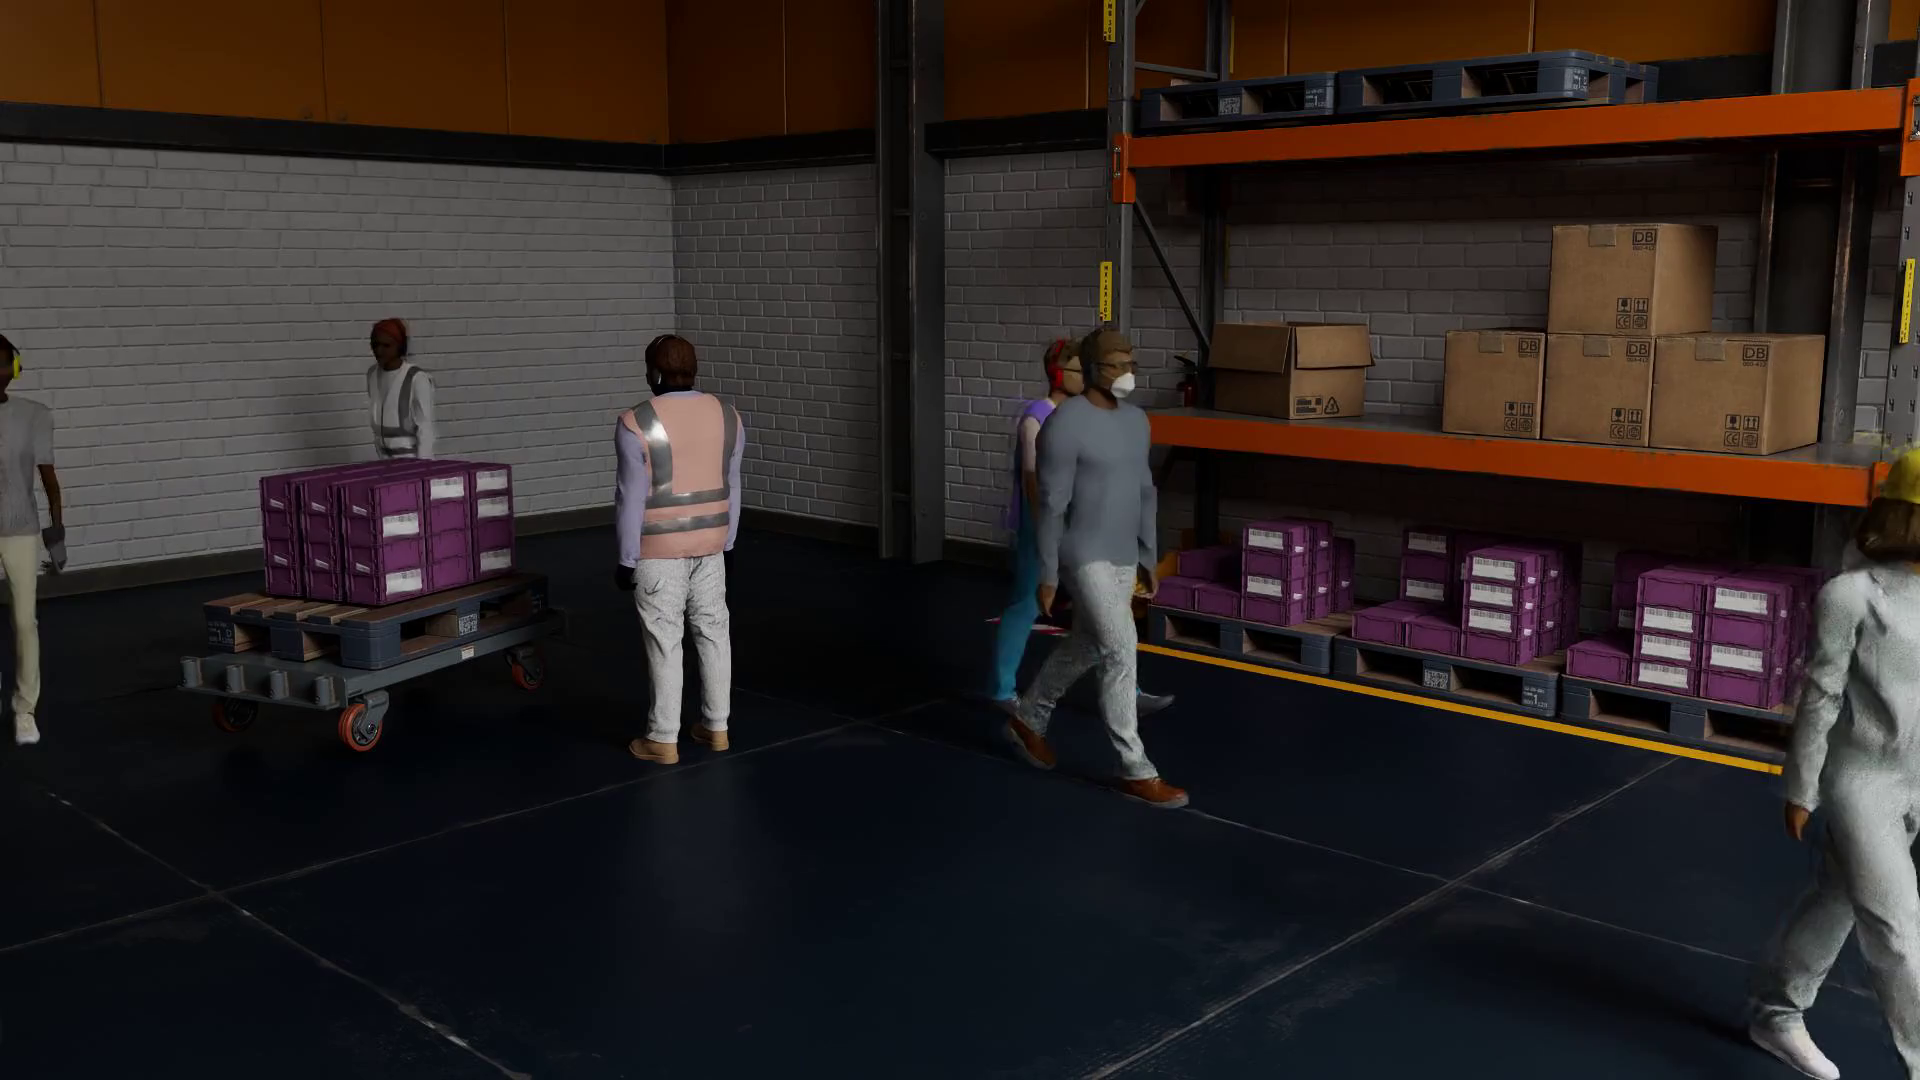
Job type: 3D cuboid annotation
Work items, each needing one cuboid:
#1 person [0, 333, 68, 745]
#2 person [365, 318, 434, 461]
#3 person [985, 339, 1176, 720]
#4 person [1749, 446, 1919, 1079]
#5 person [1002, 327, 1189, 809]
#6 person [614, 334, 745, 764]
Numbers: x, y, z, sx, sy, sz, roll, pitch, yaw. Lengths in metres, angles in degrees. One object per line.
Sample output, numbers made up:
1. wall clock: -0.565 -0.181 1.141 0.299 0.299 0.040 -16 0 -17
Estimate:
1. person: -4.315 -0.012 7.438 0.563 1.855 0.469 -6 11 -34
2. person: -3.544 -0.510 10.651 0.624 1.822 0.958 5 10 27
3. person: 0.514 -0.019 7.673 0.955 1.793 0.609 6 11 32
4. person: 2.331 0.614 4.058 0.501 1.692 0.918 -4 10 -22
5. person: 0.517 0.078 6.778 0.990 1.903 0.642 8 12 40
6. person: -1.229 0.039 7.183 0.625 1.844 0.429 -9 13 -43
